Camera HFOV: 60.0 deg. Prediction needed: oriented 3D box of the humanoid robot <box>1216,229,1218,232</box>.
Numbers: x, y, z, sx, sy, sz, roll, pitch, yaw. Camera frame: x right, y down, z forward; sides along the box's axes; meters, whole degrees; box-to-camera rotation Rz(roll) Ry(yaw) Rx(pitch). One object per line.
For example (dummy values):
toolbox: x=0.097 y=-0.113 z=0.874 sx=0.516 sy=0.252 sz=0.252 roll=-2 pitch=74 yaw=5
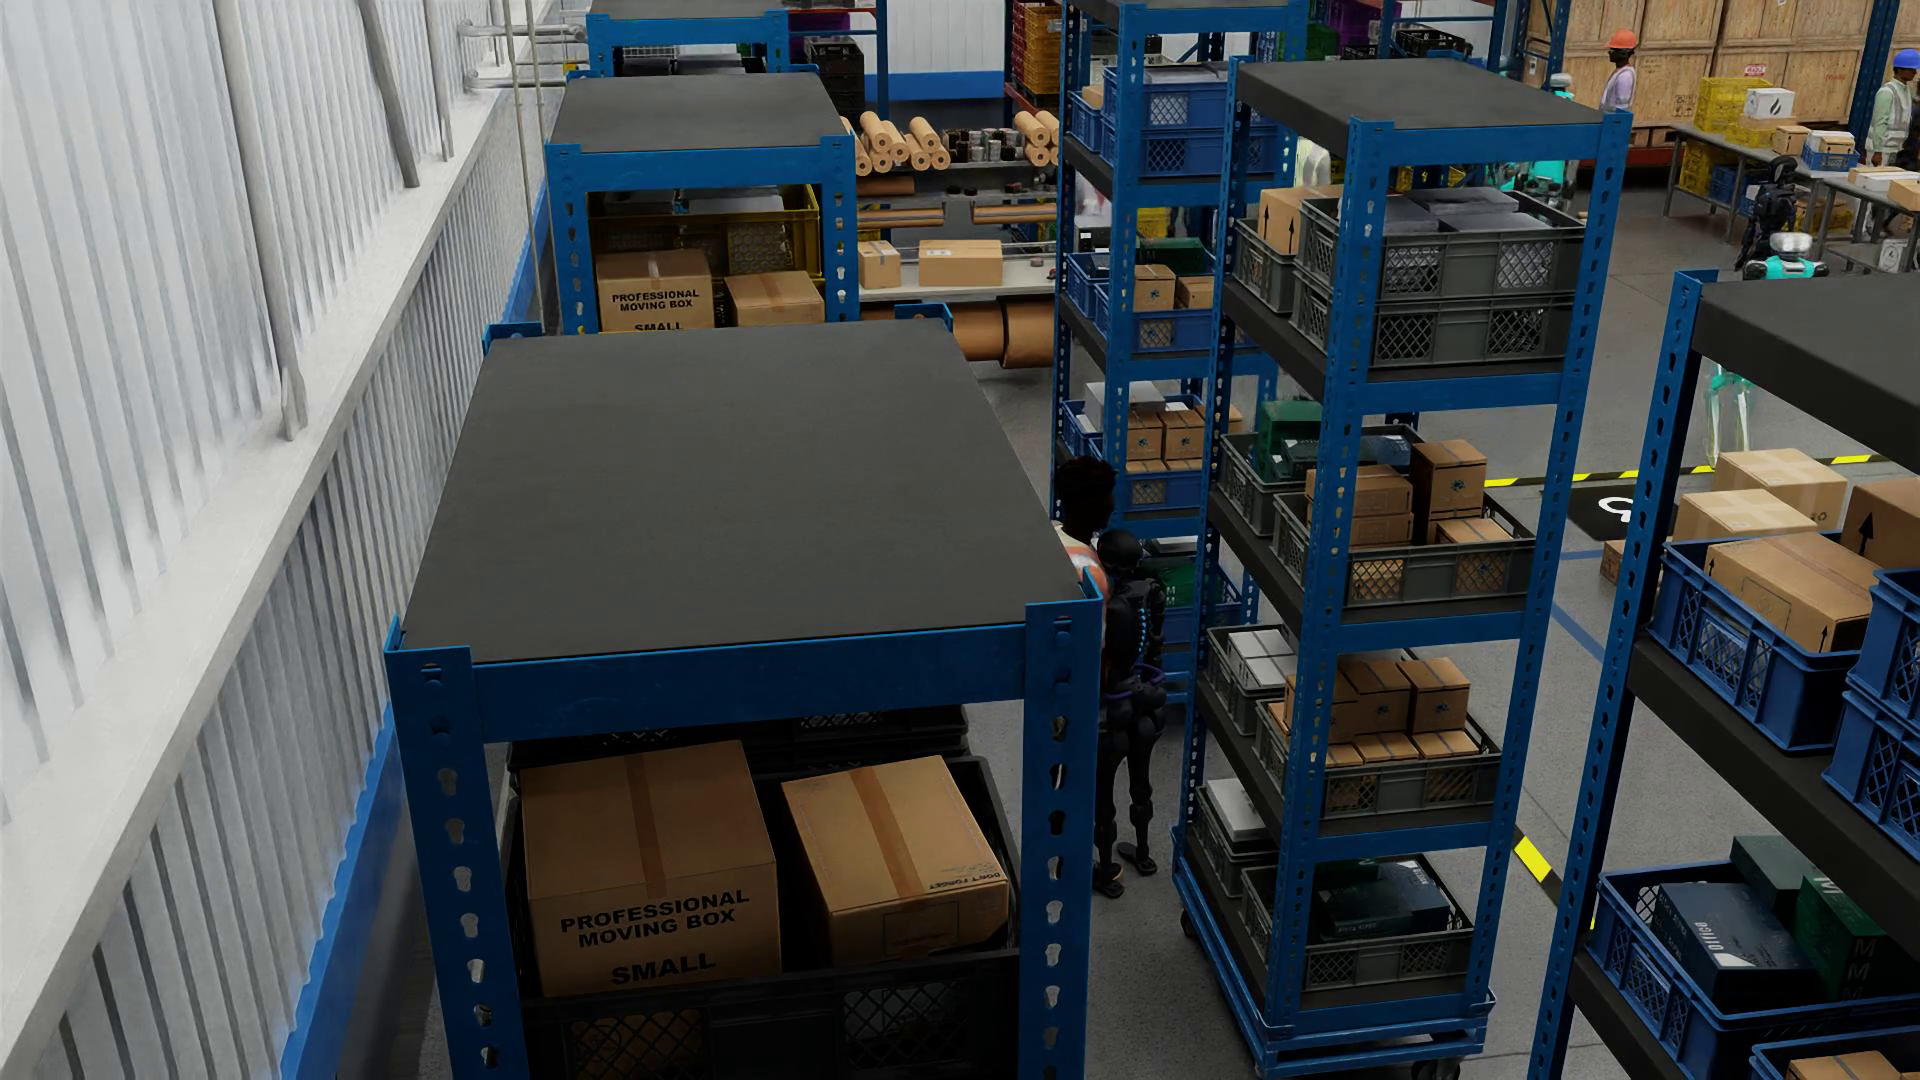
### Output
humanoid robot: x=2.582 y=-4.079 z=17.368 sx=0.531 sy=1.742 sz=0.710 roll=-5 pitch=25 yaw=-11

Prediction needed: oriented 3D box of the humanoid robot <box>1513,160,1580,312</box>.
humanoid robot: x=5.082 y=-2.844 z=14.709 sx=0.538 sy=1.776 sz=0.705 roll=15 pitch=29 yaw=29

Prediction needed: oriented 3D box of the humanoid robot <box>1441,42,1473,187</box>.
humanoid robot: x=5.834 y=-4.960 z=19.385 sx=0.369 sy=1.641 sz=0.602 roll=-19 pitch=31 yaw=-36

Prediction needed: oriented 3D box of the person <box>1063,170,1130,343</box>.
person: x=1.143 y=-2.467 z=13.847 sx=0.622 sy=1.786 sz=0.572 roll=4 pitch=25 yaw=8

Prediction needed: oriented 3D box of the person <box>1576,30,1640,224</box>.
person: x=6.896 y=-4.356 z=17.647 sx=0.369 sy=2.044 sz=0.605 roll=7 pitch=26 yaw=14

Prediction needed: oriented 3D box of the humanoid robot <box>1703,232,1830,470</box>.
humanoid robot: x=5.346 y=-1.311 z=11.229 sx=0.533 sy=1.677 sz=0.735 roll=1 pitch=25 yaw=1

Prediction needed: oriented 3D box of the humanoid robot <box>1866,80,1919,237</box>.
humanoid robot: x=9.739 y=-3.939 z=17.199 sx=0.599 sy=1.654 sz=0.401 roll=-4 pitch=25 yaw=-8

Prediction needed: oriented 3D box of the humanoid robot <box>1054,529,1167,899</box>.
humanoid robot: x=0.655 y=0.725 z=7.018 sx=0.599 sy=1.657 sz=0.315 roll=-19 pitch=31 yaw=-36

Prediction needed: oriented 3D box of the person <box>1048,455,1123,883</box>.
person: x=0.488 y=0.562 z=7.047 sx=0.361 sy=1.964 sz=0.612 roll=-8 pitch=26 yaw=-17

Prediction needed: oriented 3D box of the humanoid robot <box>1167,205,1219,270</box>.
humanoid robot: x=1.872 y=-2.237 z=13.542 sx=0.591 sy=1.636 sz=0.722 roll=20 pitch=31 yaw=36

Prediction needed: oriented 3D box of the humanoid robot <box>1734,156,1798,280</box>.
humanoid robot: x=6.613 y=-2.317 z=13.631 sx=0.315 sy=1.657 sz=0.599 roll=-3 pitch=25 yaw=-7

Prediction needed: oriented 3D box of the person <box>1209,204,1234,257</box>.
person: x=2.628 y=-3.743 z=16.503 sx=0.582 sy=1.882 sz=0.350 roll=-2 pitch=25 yaw=-4

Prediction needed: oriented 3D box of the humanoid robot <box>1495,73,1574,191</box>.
humanoid robot: x=5.717 y=-3.860 z=16.824 sx=0.755 sy=1.695 sz=0.530 roll=6 pitch=25 yaw=12

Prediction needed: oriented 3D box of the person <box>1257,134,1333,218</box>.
person: x=2.917 y=-2.863 z=14.677 sx=0.673 sy=1.807 sz=0.586 roll=16 pitch=29 yaw=31

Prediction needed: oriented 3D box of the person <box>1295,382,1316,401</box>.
person: x=2.341 y=-1.226 z=11.118 sx=0.883 sy=1.816 sz=0.588 roll=-4 pitch=25 yaw=-9

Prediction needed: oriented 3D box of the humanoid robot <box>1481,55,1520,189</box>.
humanoid robot: x=5.724 y=-4.239 z=17.739 sx=0.552 sy=1.741 sz=0.928 roll=-10 pitch=27 yaw=-21

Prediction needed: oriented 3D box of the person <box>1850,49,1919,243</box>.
person: x=9.495 y=-4.038 z=17.068 sx=0.385 sy=1.948 sz=0.604 roll=22 pitch=33 yaw=39

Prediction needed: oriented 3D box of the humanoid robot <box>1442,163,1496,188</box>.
humanoid robot: x=5.124 y=-3.775 z=16.799 sx=0.599 sy=1.659 sz=0.315 roll=3 pitch=25 yaw=6
